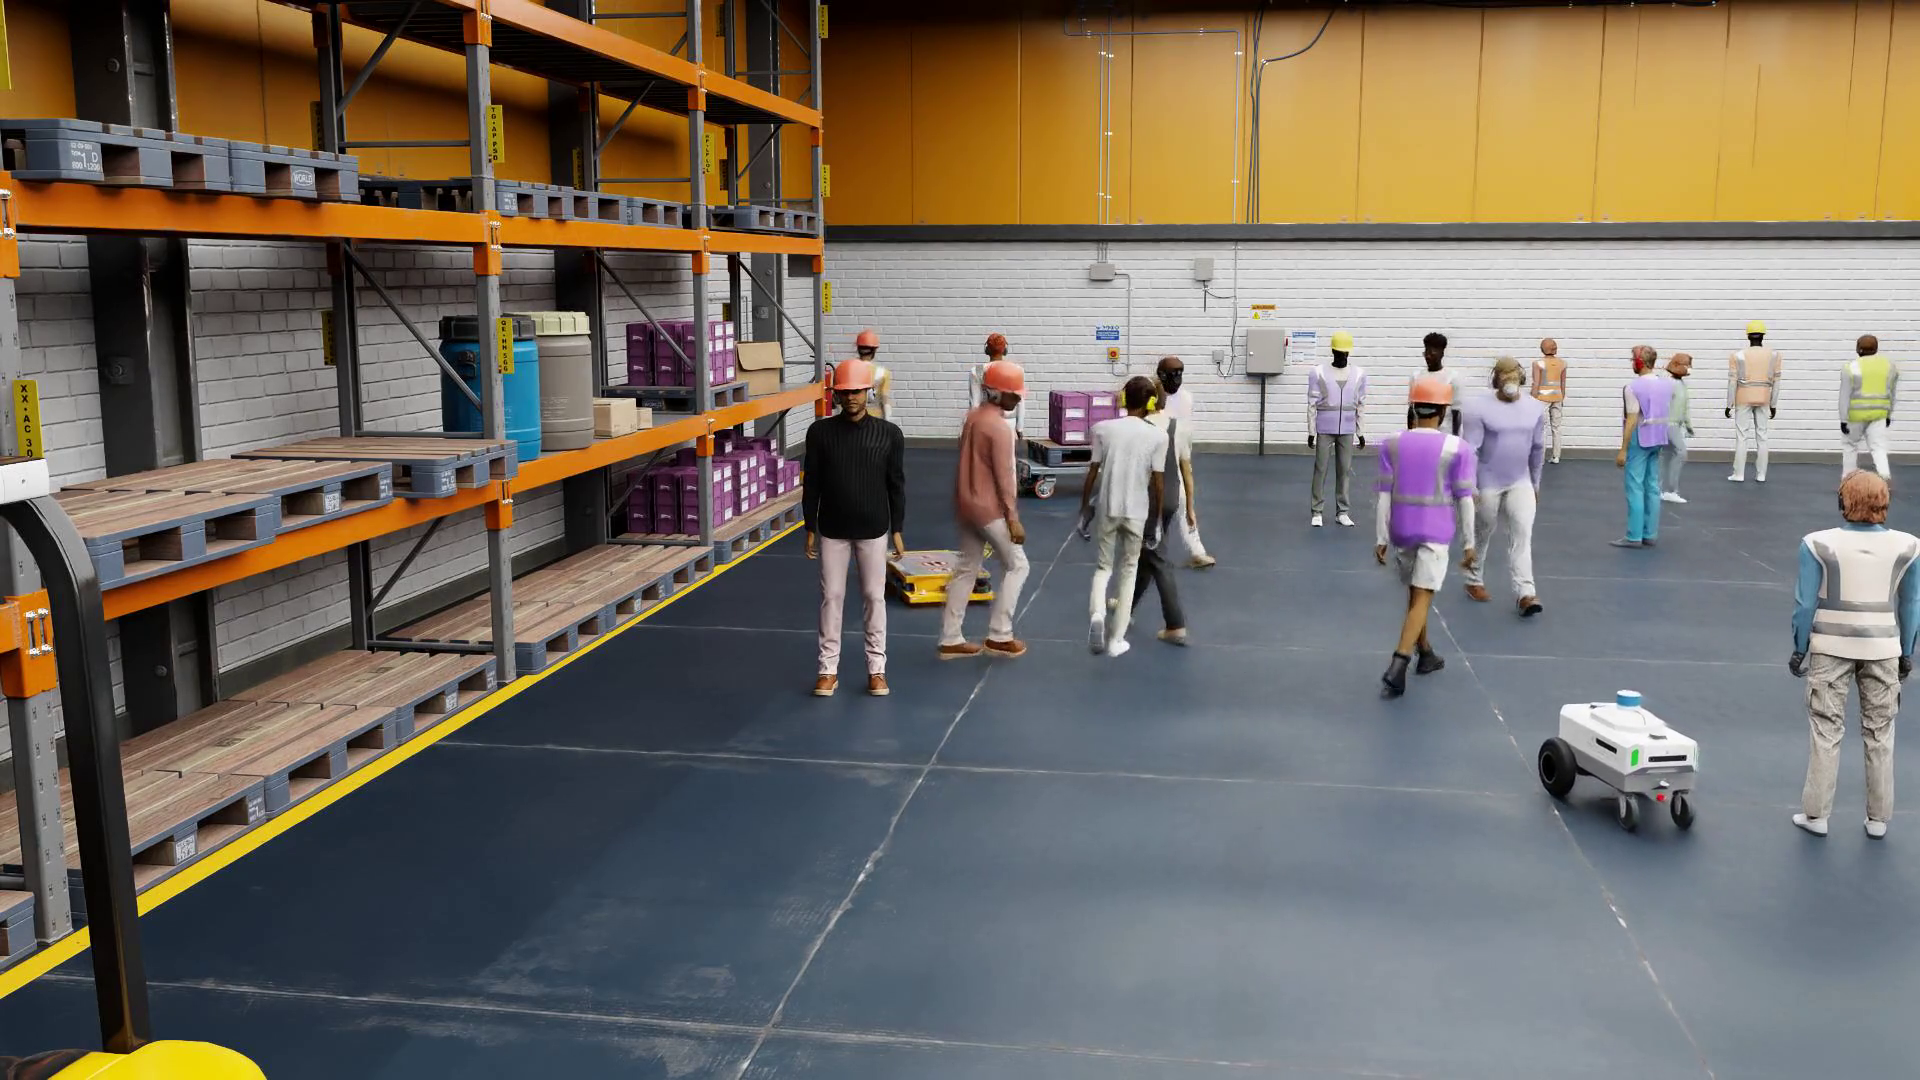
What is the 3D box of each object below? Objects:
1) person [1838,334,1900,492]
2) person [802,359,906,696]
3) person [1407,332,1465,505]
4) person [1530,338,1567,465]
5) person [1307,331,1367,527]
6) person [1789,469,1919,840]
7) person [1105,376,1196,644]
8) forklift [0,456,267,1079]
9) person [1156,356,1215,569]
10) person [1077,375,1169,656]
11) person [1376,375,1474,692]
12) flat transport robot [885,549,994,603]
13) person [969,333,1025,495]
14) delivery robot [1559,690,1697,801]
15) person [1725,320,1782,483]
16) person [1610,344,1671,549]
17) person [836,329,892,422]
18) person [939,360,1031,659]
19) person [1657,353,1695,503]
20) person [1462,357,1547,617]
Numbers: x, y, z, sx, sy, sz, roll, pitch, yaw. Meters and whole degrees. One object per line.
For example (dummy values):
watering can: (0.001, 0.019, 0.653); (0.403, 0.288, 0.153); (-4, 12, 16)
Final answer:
person: (10.051, -1.370, 18.411); (0.636, 1.819, 0.818); (1, 9, 7)
person: (-0.626, -0.068, 9.805); (0.611, 1.996, 0.379); (0, 9, -1)
person: (4.559, -1.021, 15.897); (0.775, 1.937, 0.609); (-7, 11, -36)
person: (7.588, -1.782, 21.478); (0.512, 1.638, 0.312); (-3, 10, -16)
person: (3.693, -1.087, 16.304); (0.585, 1.925, 0.377); (-1, 9, -4)
person: (3.936, 0.509, 7.341); (0.514, 1.641, 0.315); (2, 9, 13)
person: (1.309, -0.219, 11.397); (0.521, 1.784, 0.994); (-5, 11, -29)
forklift: (-2.328, 0.975, 2.765); (2.313, 2.155, 1.214); (1, 9, 9)
person: (1.748, -0.656, 14.073); (0.653, 1.788, 0.978); (-6, 11, -33)
person: (1.029, -0.132, 10.683); (0.583, 1.833, 0.634); (3, 10, 16)
person: (2.774, -0.042, 9.999); (0.565, 1.896, 0.969); (7, 11, 35)
flat transport robot: (-0.219, 0.265, 13.057); (0.652, 0.197, 1.431); (-2, 9, -13)
person: (0.366, -1.125, 16.678); (0.574, 1.883, 0.355); (-2, 9, -12)
delivery robot: (3.087, 0.943, 7.712); (0.477, 0.478, 0.707); (-1, 9, -8)
person: (9.370, -1.636, 19.696); (0.589, 1.924, 0.384); (1, 9, 9)
person: (6.174, -0.836, 15.015); (0.570, 1.840, 0.372); (-6, 11, -33)
person: (-0.964, -1.139, 16.638); (0.581, 1.920, 0.482); (1, 9, 7)
person: (0.188, -0.173, 10.595); (0.637, 1.949, 0.642); (-4, 10, -21)
person: (7.776, -1.207, 17.987); (0.563, 1.613, 0.503); (7, 12, 38)
person: (4.004, -0.401, 12.243); (0.653, 1.875, 1.054); (-1, 9, -3)
